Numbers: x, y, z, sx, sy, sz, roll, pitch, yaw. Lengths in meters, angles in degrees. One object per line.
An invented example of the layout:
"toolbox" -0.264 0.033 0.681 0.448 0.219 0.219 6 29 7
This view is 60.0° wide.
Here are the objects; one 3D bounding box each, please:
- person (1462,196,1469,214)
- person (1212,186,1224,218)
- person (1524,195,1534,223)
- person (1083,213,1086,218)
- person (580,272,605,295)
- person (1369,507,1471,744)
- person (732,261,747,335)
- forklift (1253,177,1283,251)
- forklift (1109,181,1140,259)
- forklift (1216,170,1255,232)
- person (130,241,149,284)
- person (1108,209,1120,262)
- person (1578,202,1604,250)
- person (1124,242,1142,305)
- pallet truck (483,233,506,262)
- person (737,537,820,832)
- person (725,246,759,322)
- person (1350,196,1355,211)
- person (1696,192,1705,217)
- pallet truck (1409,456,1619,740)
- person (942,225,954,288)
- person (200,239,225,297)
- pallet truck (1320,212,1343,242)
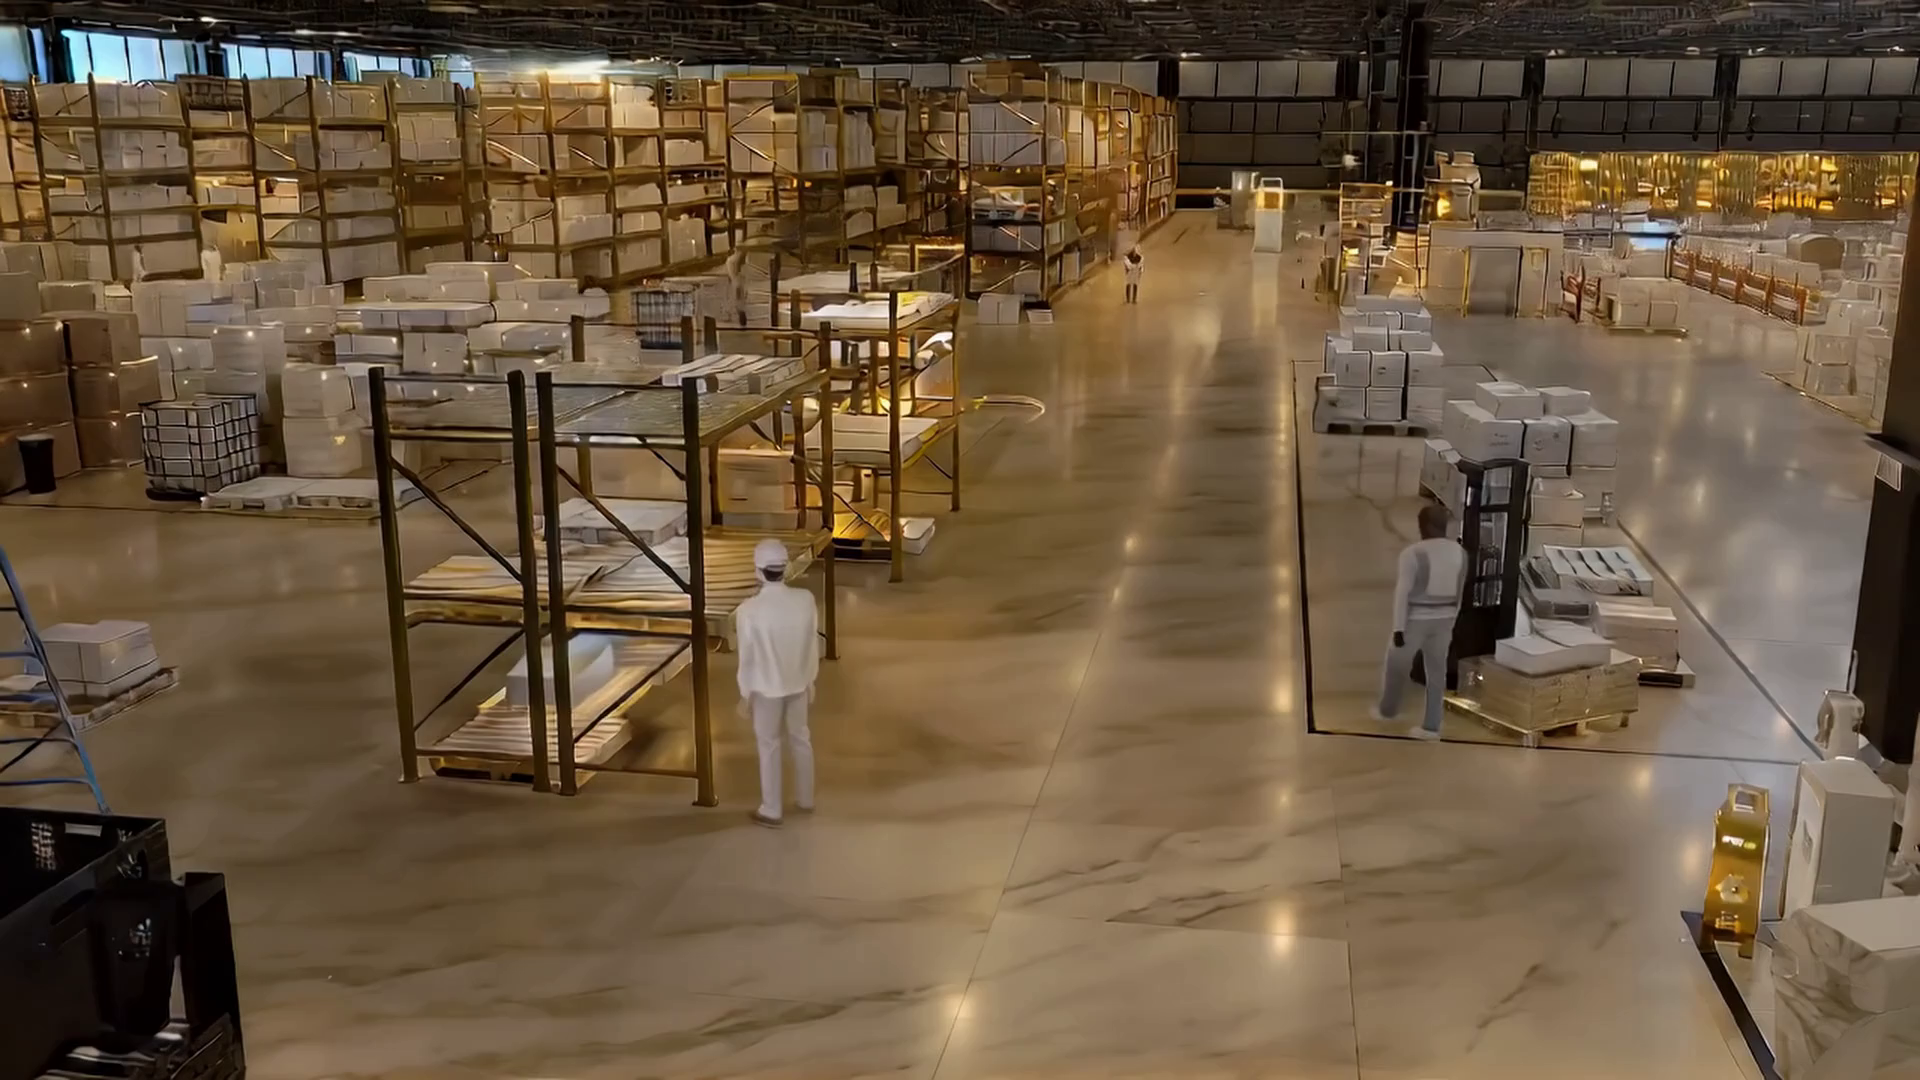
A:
"person" 22.103 -14.210 73.051 0.591 1.834 0.404 5 15 21
"person" 13.776 -18.023 88.806 0.586 1.699 0.925 -10 17 -36
"person" 25.494 -14.474 74.178 0.588 1.805 0.906 -11 18 -38
"person" 5.776 -15.442 77.906 0.399 1.908 0.643 -8 16 -30
"person" -7.182 -4.312 32.713 0.624 1.906 0.605 10 17 35
"person" 3.551 0.627 12.870 0.638 1.806 0.824 -4 15 -17
"person" -5.072 -5.573 38.273 0.322 1.692 0.534 1 14 2
"forklift" 12.083 -12.747 64.956 1.129 2.768 1.873 3 14 10
"forklift" 5.603 -11.622 60.387 1.873 2.768 1.129 3 14 10
"forklift" 13.005 -15.842 77.524 1.129 2.768 1.873 -10 17 -36
"person" -22.766 -7.501 46.272 0.545 1.595 0.824 5 15 18
"person" 5.534 -10.865 59.351 0.613 1.885 0.680 1 14 2
"person" 24.828 -12.306 65.292 1.078 1.864 0.614 6 15 24
"person" 4.655 -7.174 44.764 0.535 1.700 0.318 -6 15 -24
"pallet truck" -11.832 -7.026 43.548 1.885 1.965 0.823 8 16 28
"person" -1.227 0.959 11.137 0.623 1.989 0.401 -11 17 -37
"person" -5.490 -6.248 40.688 1.000 1.862 0.643 2 14 10
"person" 20.653 -17.758 87.669 0.485 1.735 0.346 -12 18 -39
"person" 35.682 -15.887 79.921 0.766 1.803 0.598 9 17 33
"pallet truck" 4.504 0.400 13.395 0.823 1.965 1.885 -6 15 -23
"person" -0.309 -8.459 49.622 0.375 1.885 0.696 3 14 10
"person" -18.879 -6.639 42.112 0.434 1.928 0.652 4 14 17
"pallet truck" 15.874 -13.227 70.310 0.680 1.201 1.601 10 17 35
